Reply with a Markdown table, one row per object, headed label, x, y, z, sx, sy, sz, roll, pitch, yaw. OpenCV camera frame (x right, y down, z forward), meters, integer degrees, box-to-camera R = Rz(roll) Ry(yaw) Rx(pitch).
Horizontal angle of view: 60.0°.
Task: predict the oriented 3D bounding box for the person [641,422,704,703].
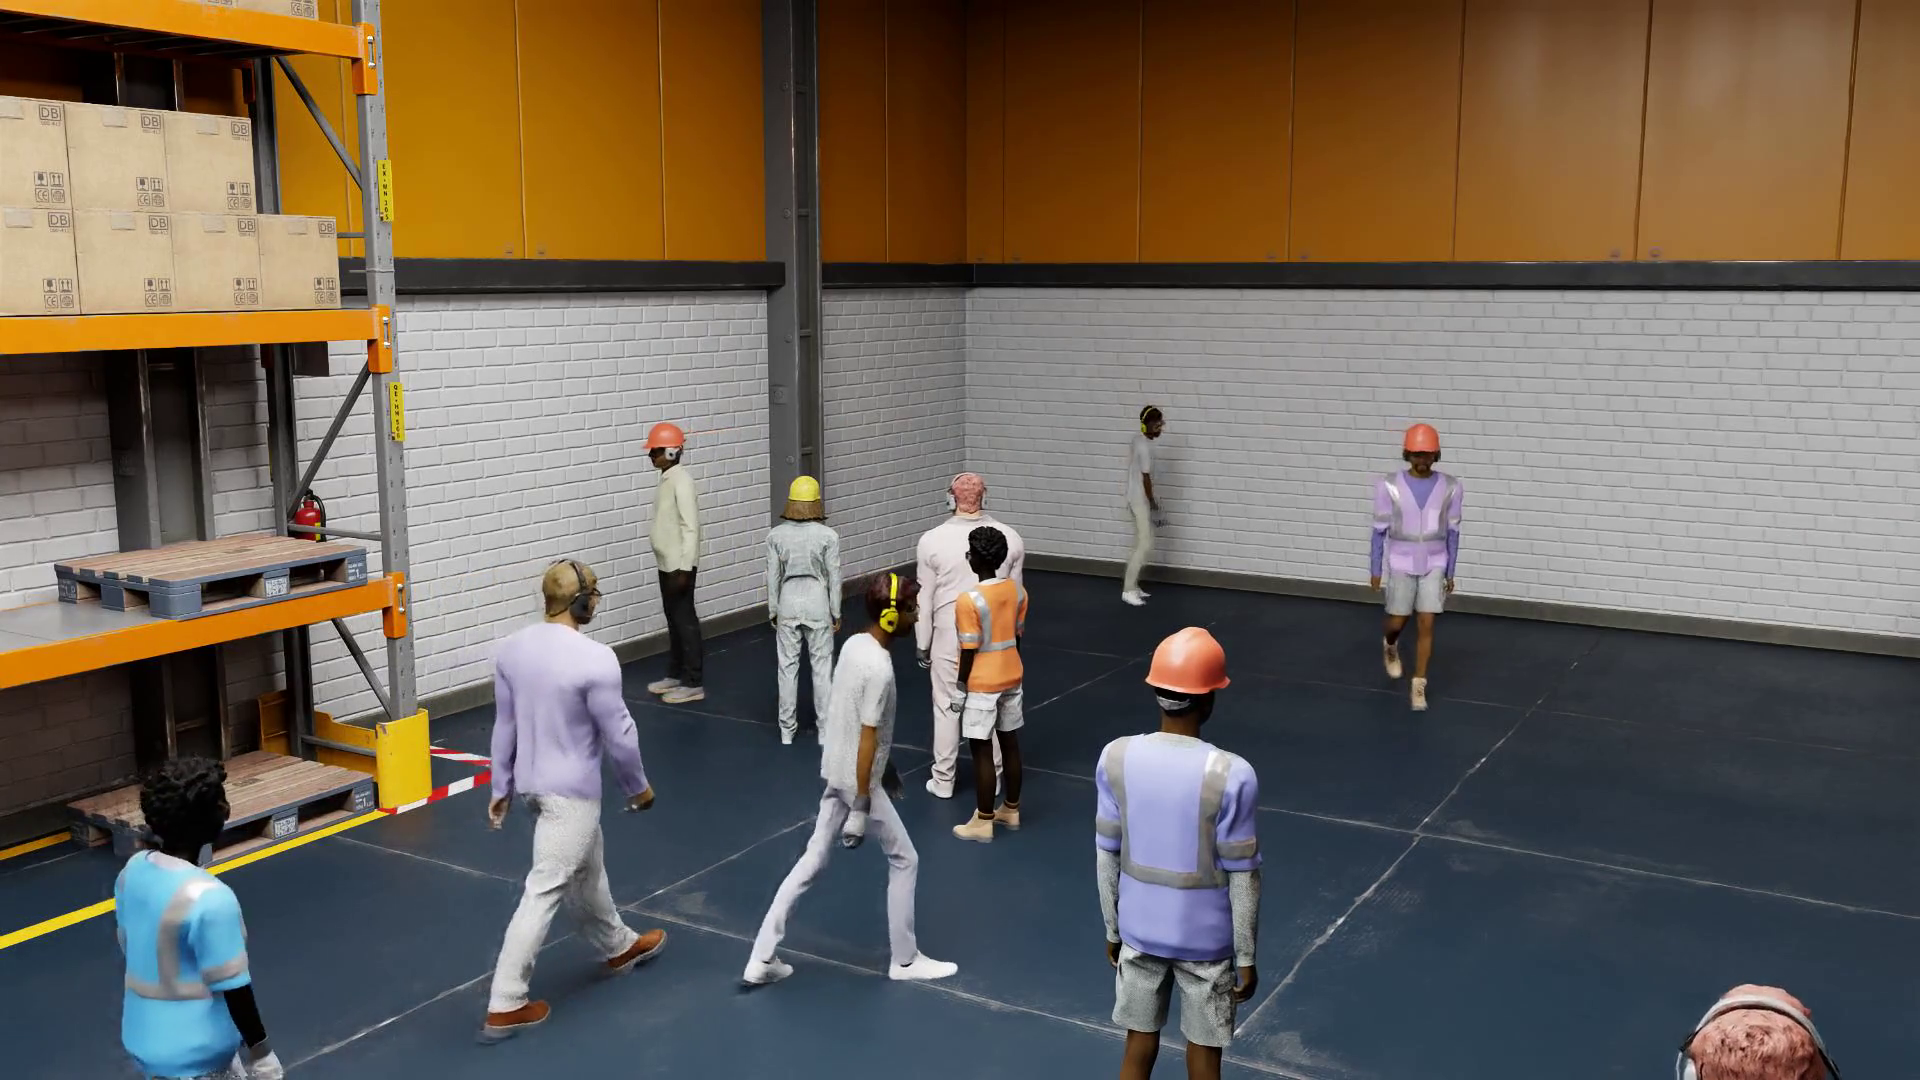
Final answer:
| label | x | y | z | sx | sy | sz | roll | pitch | yaw |
| --- | --- | --- | --- | --- | --- | --- | --- | --- | --- |
| person | -2.038 | 0.154 | 11.800 | 0.396 | 1.992 | 0.622 | -4 | 10 | -24 |

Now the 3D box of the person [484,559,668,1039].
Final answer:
| label | x | y | z | sx | sy | sz | roll | pitch | yaw |
| --- | --- | --- | --- | --- | --- | --- | --- | --- | --- |
| person | -1.609 | 1.012 | 6.816 | 0.619 | 1.882 | 1.014 | 8 | 12 | 40 |

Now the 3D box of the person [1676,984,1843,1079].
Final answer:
| label | x | y | z | sx | sy | sz | roll | pitch | yaw |
| --- | --- | --- | --- | --- | --- | --- | --- | --- | --- |
| person | 1.256 | 1.660 | 2.733 | 0.643 | 1.897 | 0.394 | 7 | 11 | 37 |

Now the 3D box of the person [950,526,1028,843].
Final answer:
| label | x | y | z | sx | sy | sz | roll | pitch | yaw |
| --- | --- | --- | --- | --- | --- | --- | --- | --- | --- |
| person | 0.151 | 0.766 | 8.907 | 0.321 | 1.697 | 0.530 | 7 | 12 | 39 |

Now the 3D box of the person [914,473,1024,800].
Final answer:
| label | x | y | z | sx | sy | sz | roll | pitch | yaw |
| --- | --- | --- | --- | --- | --- | --- | --- | --- | --- |
| person | 0.042 | 0.557 | 9.604 | 0.646 | 1.897 | 0.398 | -2 | 9 | -14 |

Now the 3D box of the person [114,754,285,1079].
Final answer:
| label | x | y | z | sx | sy | sz | roll | pitch | yaw |
| --- | --- | --- | --- | --- | --- | --- | --- | --- | --- |
| person | -2.122 | 1.431 | 4.814 | 0.547 | 1.679 | 0.662 | 9 | 13 | 43 |

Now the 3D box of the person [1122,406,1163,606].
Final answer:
| label | x | y | z | sx | sy | sz | roll | pitch | yaw |
| --- | --- | --- | --- | --- | --- | --- | --- | --- | --- |
| person | 1.684 | -0.322 | 15.315 | 0.366 | 1.846 | 0.594 | 0 | 9 | 3 |

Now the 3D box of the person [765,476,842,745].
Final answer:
| label | x | y | z | sx | sy | sz | roll | pitch | yaw |
| --- | --- | --- | --- | --- | --- | --- | --- | --- | --- |
| person | -0.996 | 0.453 | 10.719 | 0.493 | 1.743 | 0.299 | 1 | 9 | 6 |

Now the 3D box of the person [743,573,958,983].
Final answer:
| label | x | y | z | sx | sy | sz | roll | pitch | yaw |
| --- | --- | --- | --- | --- | --- | --- | --- | --- | --- |
| person | -0.492 | 1.030 | 6.992 | 0.906 | 1.806 | 0.536 | -4 | 10 | -24 |

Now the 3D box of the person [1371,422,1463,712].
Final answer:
| label | x | y | z | sx | sy | sz | roll | pitch | yaw |
| --- | --- | --- | --- | --- | --- | --- | --- | --- | --- |
| person | 3.208 | 0.156 | 11.752 | 0.608 | 2.020 | 0.783 | 1 | 9 | 8 |

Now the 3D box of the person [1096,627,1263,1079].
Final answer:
| label | x | y | z | sx | sy | sz | roll | pitch | yaw |
| --- | --- | --- | --- | --- | --- | --- | --- | --- | --- |
| person | 0.696 | 1.231 | 5.261 | 0.545 | 1.938 | 0.361 | 5 | 10 | 29 |
